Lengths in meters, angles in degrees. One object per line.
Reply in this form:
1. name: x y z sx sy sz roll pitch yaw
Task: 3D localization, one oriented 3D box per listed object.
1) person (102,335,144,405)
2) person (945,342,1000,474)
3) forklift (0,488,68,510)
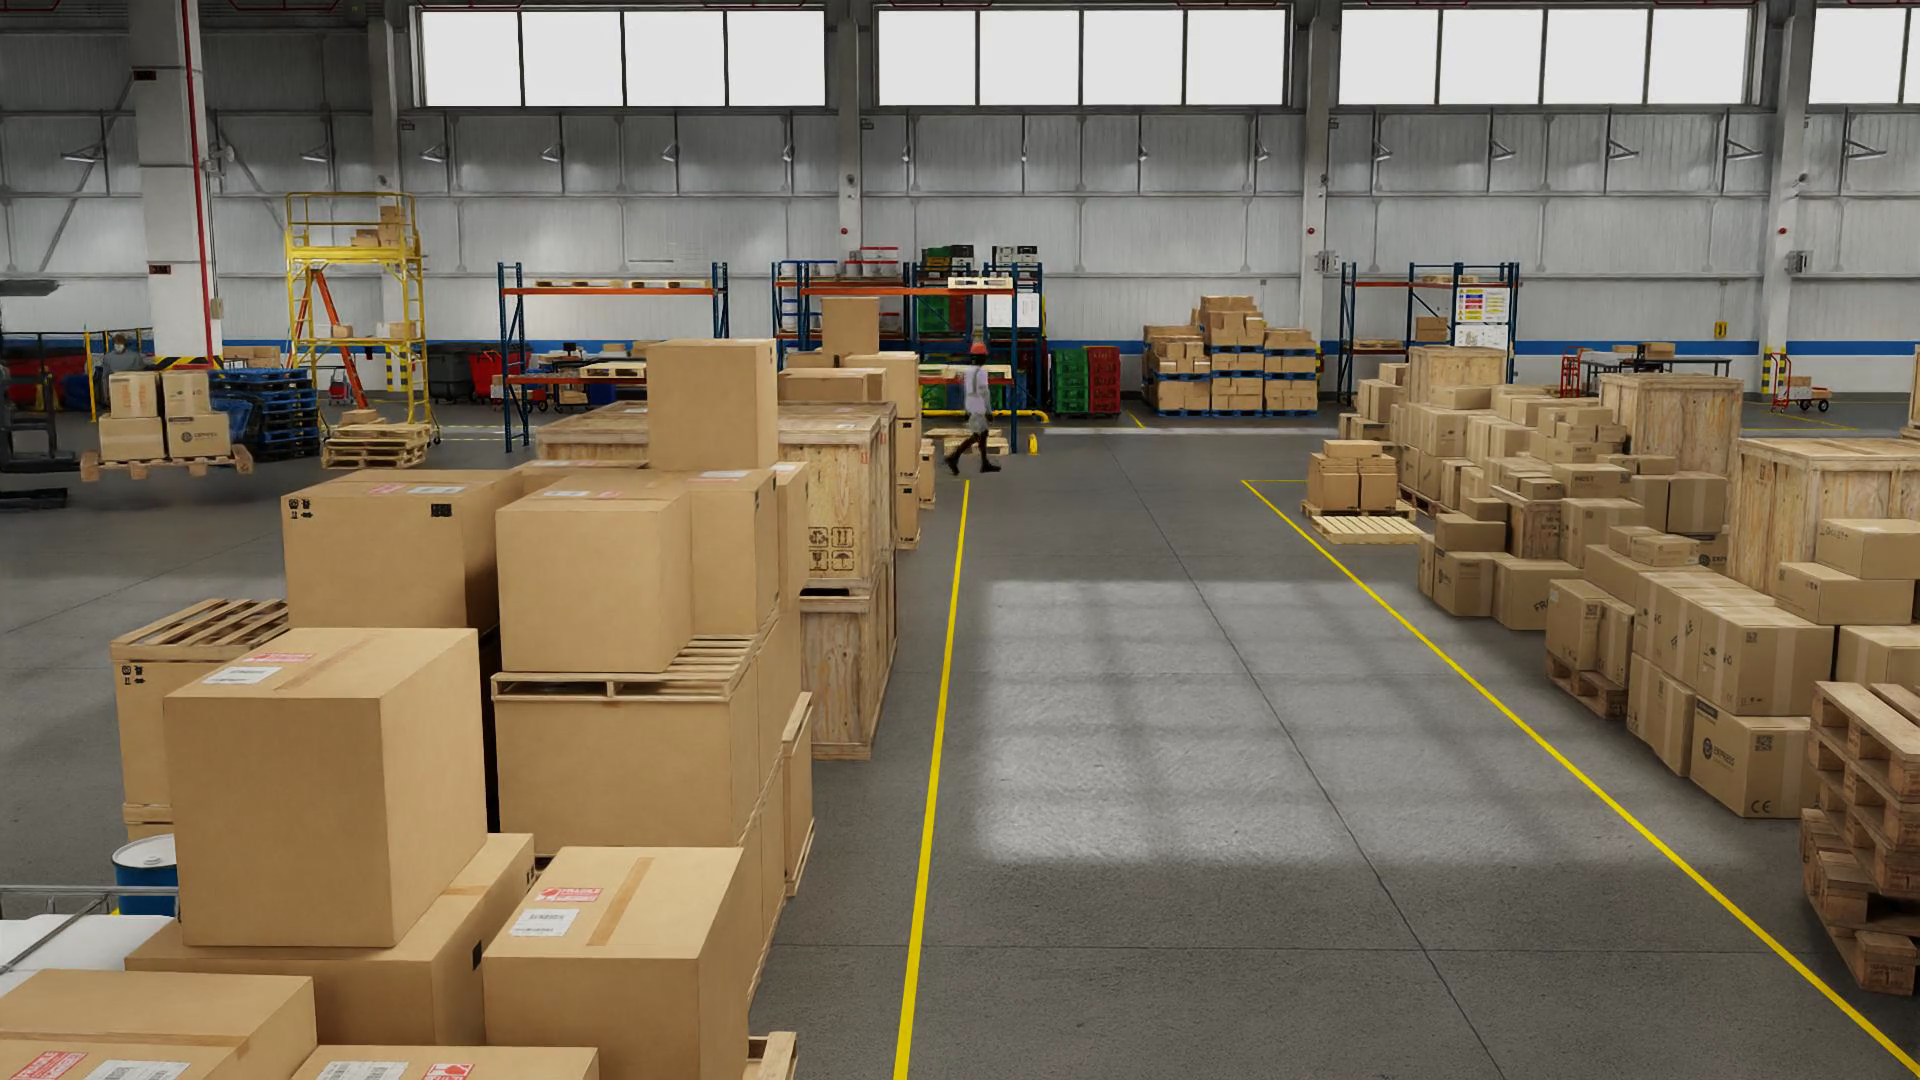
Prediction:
1. person: -13.583 -2.390 26.998 0.653 1.855 1.133 -1 10 -6
2. person: 0.179 -1.885 23.857 0.859 1.910 0.554 -4 10 -22
3. forklift: -12.009 -1.756 20.152 1.873 2.768 1.129 -5 11 -26
